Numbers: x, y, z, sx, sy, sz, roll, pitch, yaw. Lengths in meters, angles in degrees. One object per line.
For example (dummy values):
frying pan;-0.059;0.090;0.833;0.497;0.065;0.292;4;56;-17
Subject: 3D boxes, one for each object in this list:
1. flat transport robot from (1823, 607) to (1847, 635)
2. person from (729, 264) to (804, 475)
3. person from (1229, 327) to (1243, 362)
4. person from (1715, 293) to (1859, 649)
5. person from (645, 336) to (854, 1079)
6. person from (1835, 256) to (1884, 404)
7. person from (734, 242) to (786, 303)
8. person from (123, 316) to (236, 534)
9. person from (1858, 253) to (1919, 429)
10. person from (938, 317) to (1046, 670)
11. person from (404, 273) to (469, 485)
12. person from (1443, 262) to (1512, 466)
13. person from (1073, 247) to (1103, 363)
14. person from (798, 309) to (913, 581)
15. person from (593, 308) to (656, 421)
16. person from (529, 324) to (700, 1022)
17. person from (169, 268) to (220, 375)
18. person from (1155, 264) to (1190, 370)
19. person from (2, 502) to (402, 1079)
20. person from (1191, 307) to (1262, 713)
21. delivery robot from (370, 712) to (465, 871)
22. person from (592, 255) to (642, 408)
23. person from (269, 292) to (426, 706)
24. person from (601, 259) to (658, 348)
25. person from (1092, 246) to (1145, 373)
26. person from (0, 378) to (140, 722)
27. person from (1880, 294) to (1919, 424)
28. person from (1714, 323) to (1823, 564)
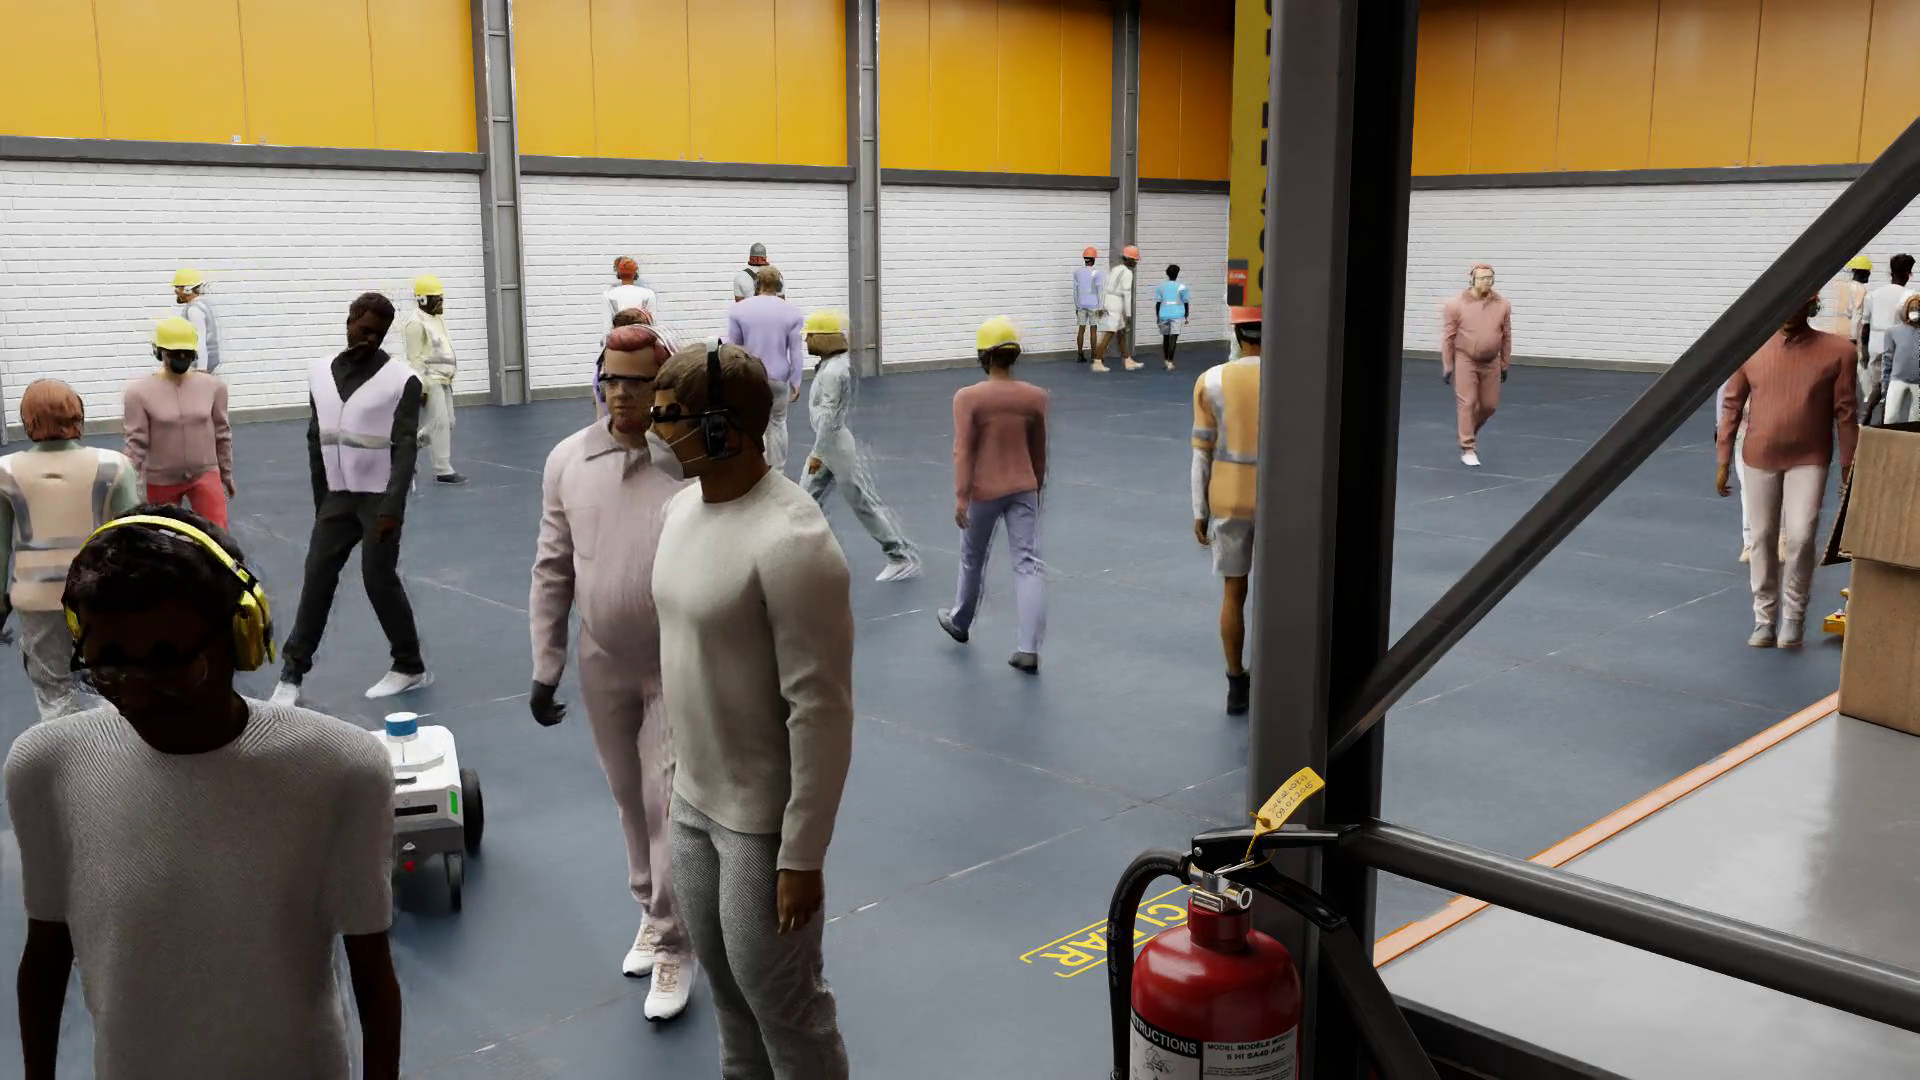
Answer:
flat transport robot;5.289;0.346;9.082;0.652;0.197;1.431;10;14;42
person;-1.622;-1.361;13.978;0.639;1.904;0.978;-2;11;-9
person;2.678;-1.433;15.072;0.518;1.621;0.361;-2;11;-9
person;4.205;-0.404;8.510;0.656;1.974;0.522;8;13;36
person;-0.436;0.554;3.404;0.353;1.936;0.633;-7;12;-32
person;11.314;-2.661;21.117;0.974;1.880;0.601;0;10;2
person;-2.661;-2.911;22.015;0.681;2.000;0.538;-3;11;-15
person;-4.055;-0.304;8.692;0.550;1.712;0.753;-8;13;-37
person;9.493;-1.934;16.919;0.414;1.950;0.614;-4;11;-23
person;0.174;-0.248;8.345;0.546;1.715;0.920;-4;11;-23
person;-4.562;-1.367;14.219;0.612;1.811;0.603;0;10;2
person;4.828;-1.662;15.620;0.653;1.893;0.671;-1;10;-5
person;2.160;-3.927;27.839;0.543;1.939;0.355;6;12;31
person;-0.733;-0.566;10.182;0.927;1.693;0.486;-3;11;-16
person;-1.562;-0.302;8.541;0.587;1.784;0.828;5;11;24
person;-0.898;0.361;4.584;0.656;1.882;0.741;3;11;14
person;-7.539;-1.732;16.222;0.704;1.805;0.619;-3;11;-17
person;3.406;-3.551;26.524;0.538;1.658;0.832;4;11;22
person;-1.026;0.837;2.242;0.543;1.802;0.996;-3;11;-14
person;1.294;-0.160;7.342;0.568;1.918;0.497;3;11;16
delivery robot;-1.835;0.815;5.500;0.477;0.478;0.707;-4;11;-19
person;-4.044;-2.515;20.294;1.008;1.900;0.643;2;11;12
person;-2.785;-0.164;7.520;0.653;1.873;0.707;4;11;18
person;-3.478;-2.014;17.556;0.576;1.881;0.352;-3;11;-16
person;2.500;-3.591;25.938;1.009;1.960;0.648;-3;11;-13
person;-3.183;0.241;5.945;0.533;1.624;0.465;-5;11;-25
person;8.406;-1.355;14.701;0.515;1.611;0.661;7;12;32
person;5.248;-0.744;10.784;0.639;1.827;0.458;8;13;36
